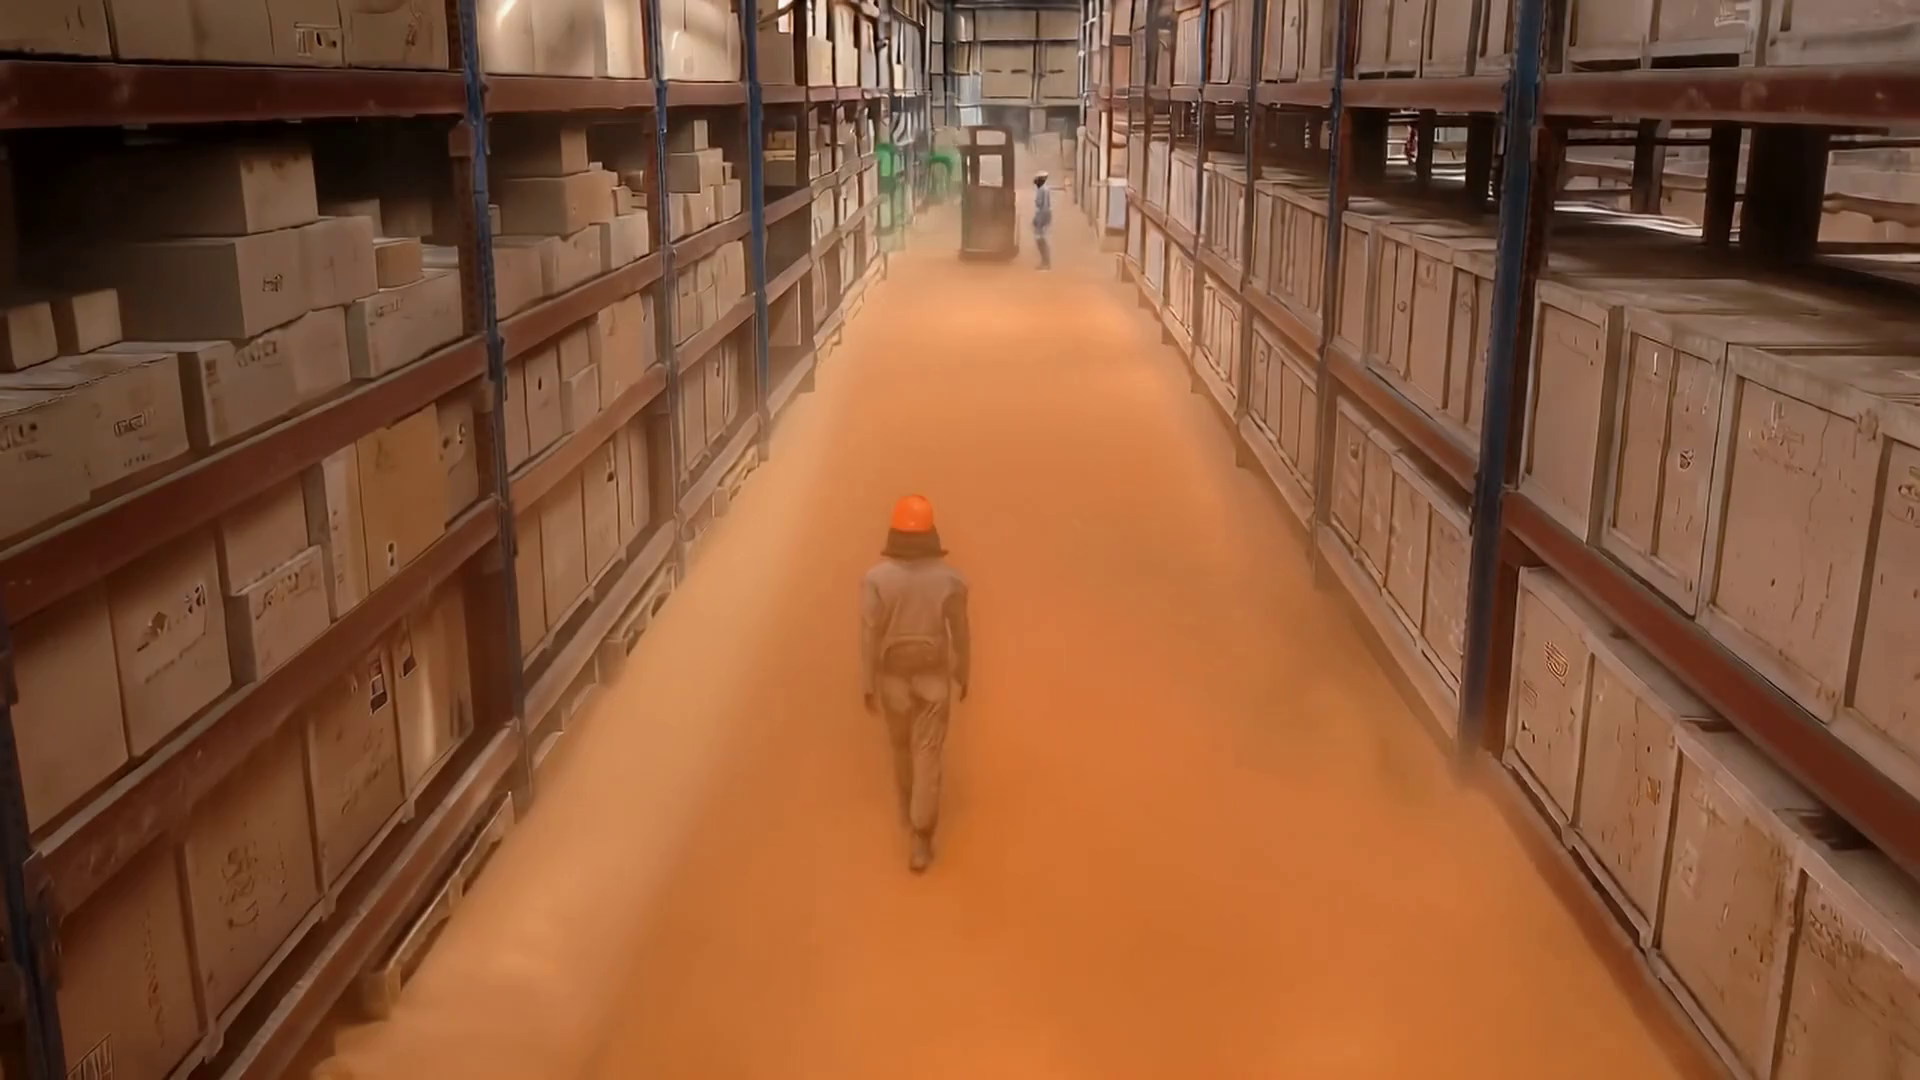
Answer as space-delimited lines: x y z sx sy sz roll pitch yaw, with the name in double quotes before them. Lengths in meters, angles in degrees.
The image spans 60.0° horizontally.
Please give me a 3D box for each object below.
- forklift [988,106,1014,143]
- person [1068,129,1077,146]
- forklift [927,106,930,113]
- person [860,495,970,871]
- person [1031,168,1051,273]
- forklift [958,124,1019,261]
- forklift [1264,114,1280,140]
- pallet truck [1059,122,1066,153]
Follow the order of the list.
"forklift" 1.827 -20.017 82.268 1.129 2.768 1.873 9 17 29
"person" 6.037 -21.427 89.937 0.877 1.588 0.539 -12 19 -38
"forklift" -2.001 -20.667 84.687 1.129 2.768 1.873 0 15 2
"person" -0.205 0.627 7.702 0.495 1.694 0.927 1 15 4
"person" 1.598 -6.312 32.874 0.387 2.040 0.613 4 15 14
"forklift" 0.650 -7.421 35.403 1.129 2.768 1.873 2 15 8
"forklift" 11.020 -13.938 59.649 1.129 2.768 1.873 0 15 2
"pallet truck" 5.788 -21.111 88.014 1.885 1.965 0.823 5 16 18
